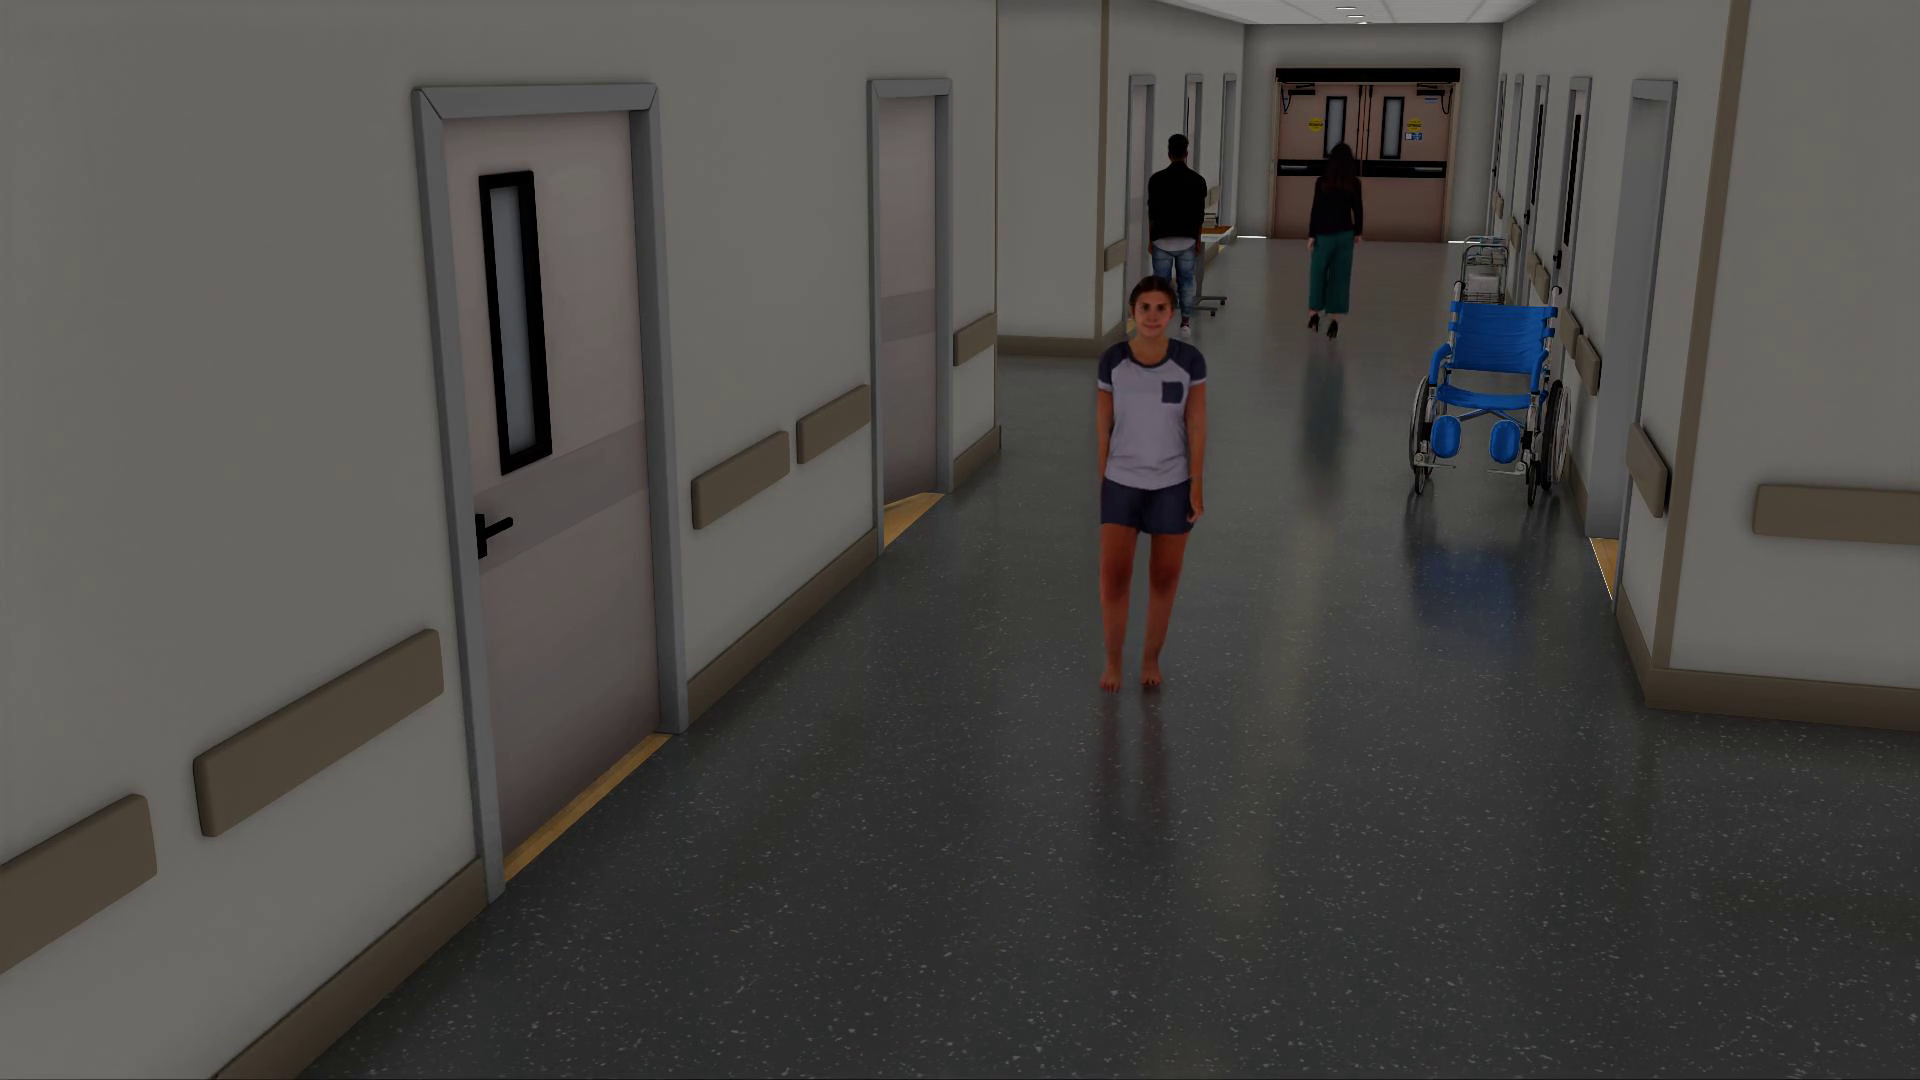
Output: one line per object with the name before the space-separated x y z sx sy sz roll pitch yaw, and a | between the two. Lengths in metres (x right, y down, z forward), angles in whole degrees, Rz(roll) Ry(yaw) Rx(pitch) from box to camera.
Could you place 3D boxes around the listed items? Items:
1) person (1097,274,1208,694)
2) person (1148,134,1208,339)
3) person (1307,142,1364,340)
person | 0.732 -0.216 6.435 0.607 1.608 0.629 1 16 4
person | 1.933 -2.733 14.998 0.748 1.805 0.694 0 16 0
person | 3.341 -2.634 14.811 0.728 1.716 0.941 2 16 6
